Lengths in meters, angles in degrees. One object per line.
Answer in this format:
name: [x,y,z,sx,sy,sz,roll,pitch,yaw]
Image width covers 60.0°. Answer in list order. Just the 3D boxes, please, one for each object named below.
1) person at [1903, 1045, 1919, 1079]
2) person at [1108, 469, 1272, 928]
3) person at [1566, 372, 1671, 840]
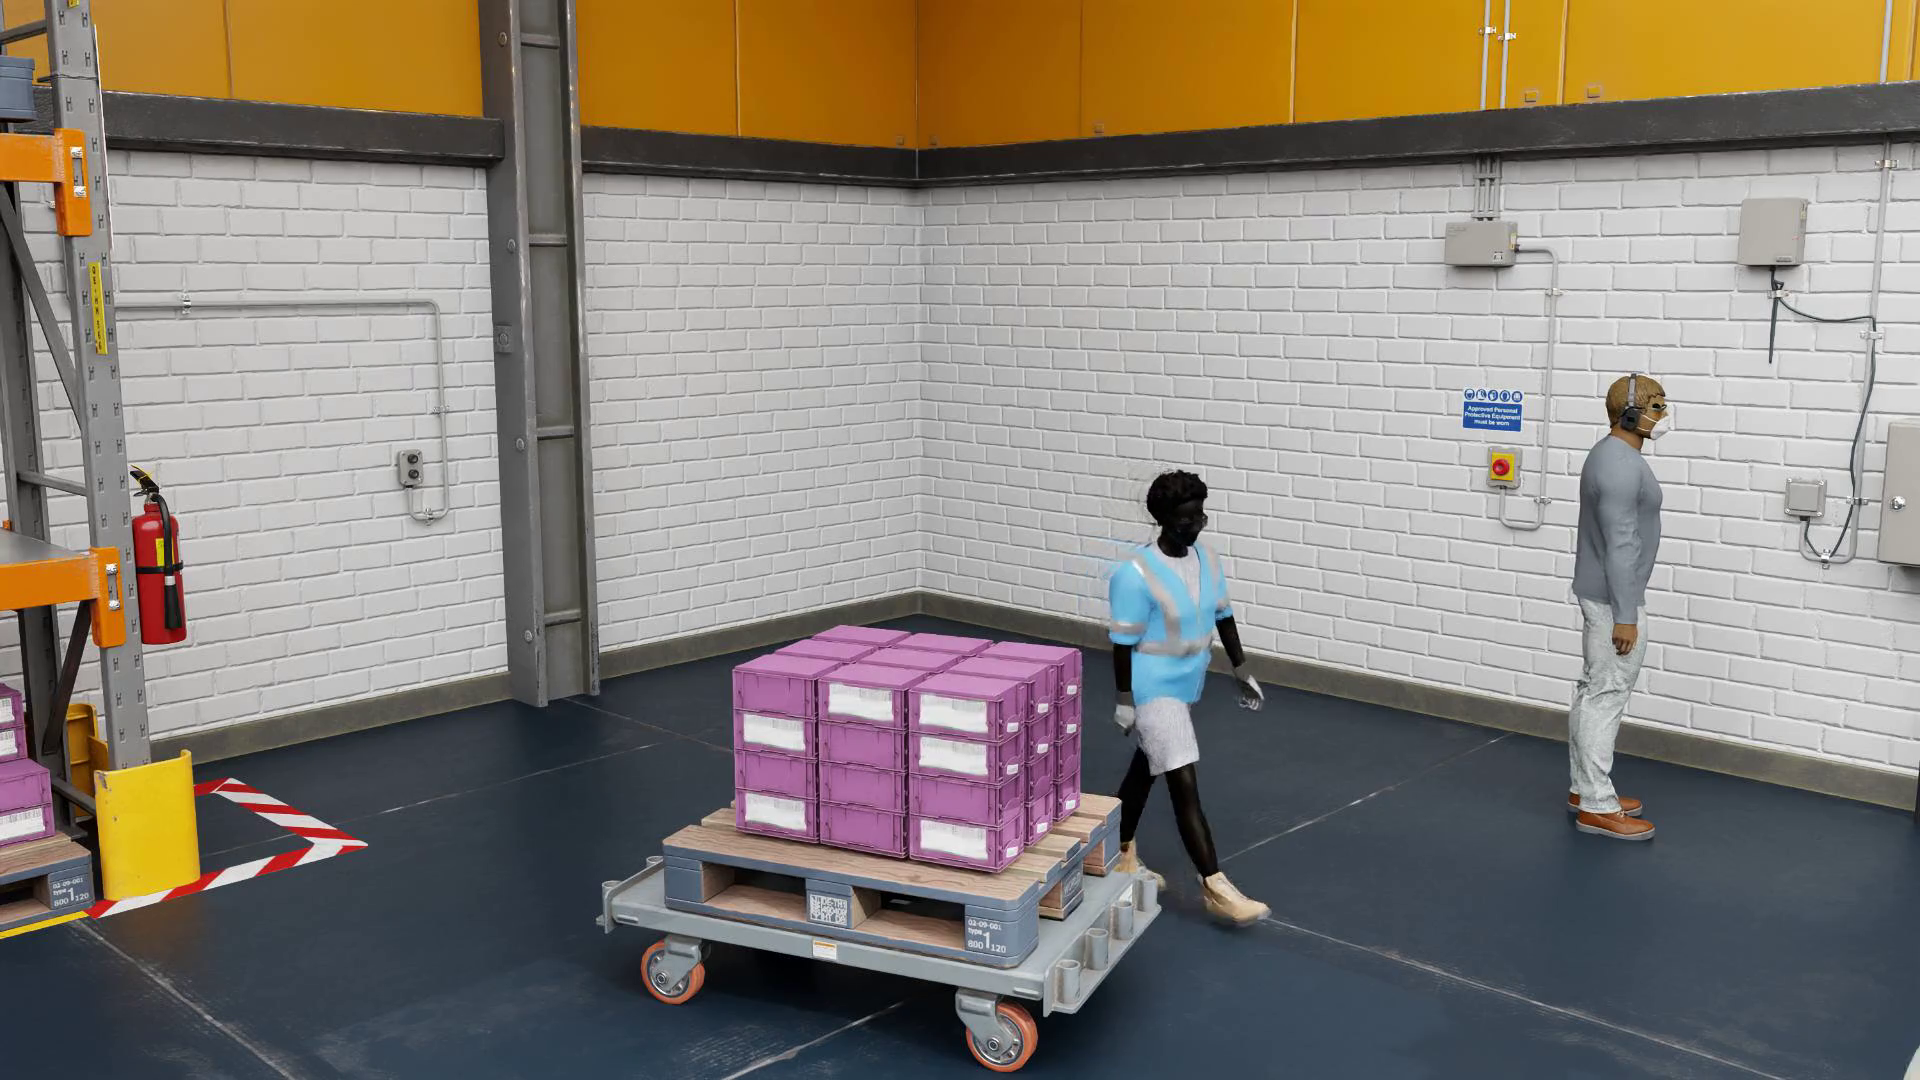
person: [2.215,0.895,3.423,0.521,1.846,0.429,-4,10,-21]
person: [0.834,0.562,6.041,0.870,1.640,0.541,7,12,38]
person: [2.763,0.267,6.986,0.367,1.939,0.635,3,10,15]
